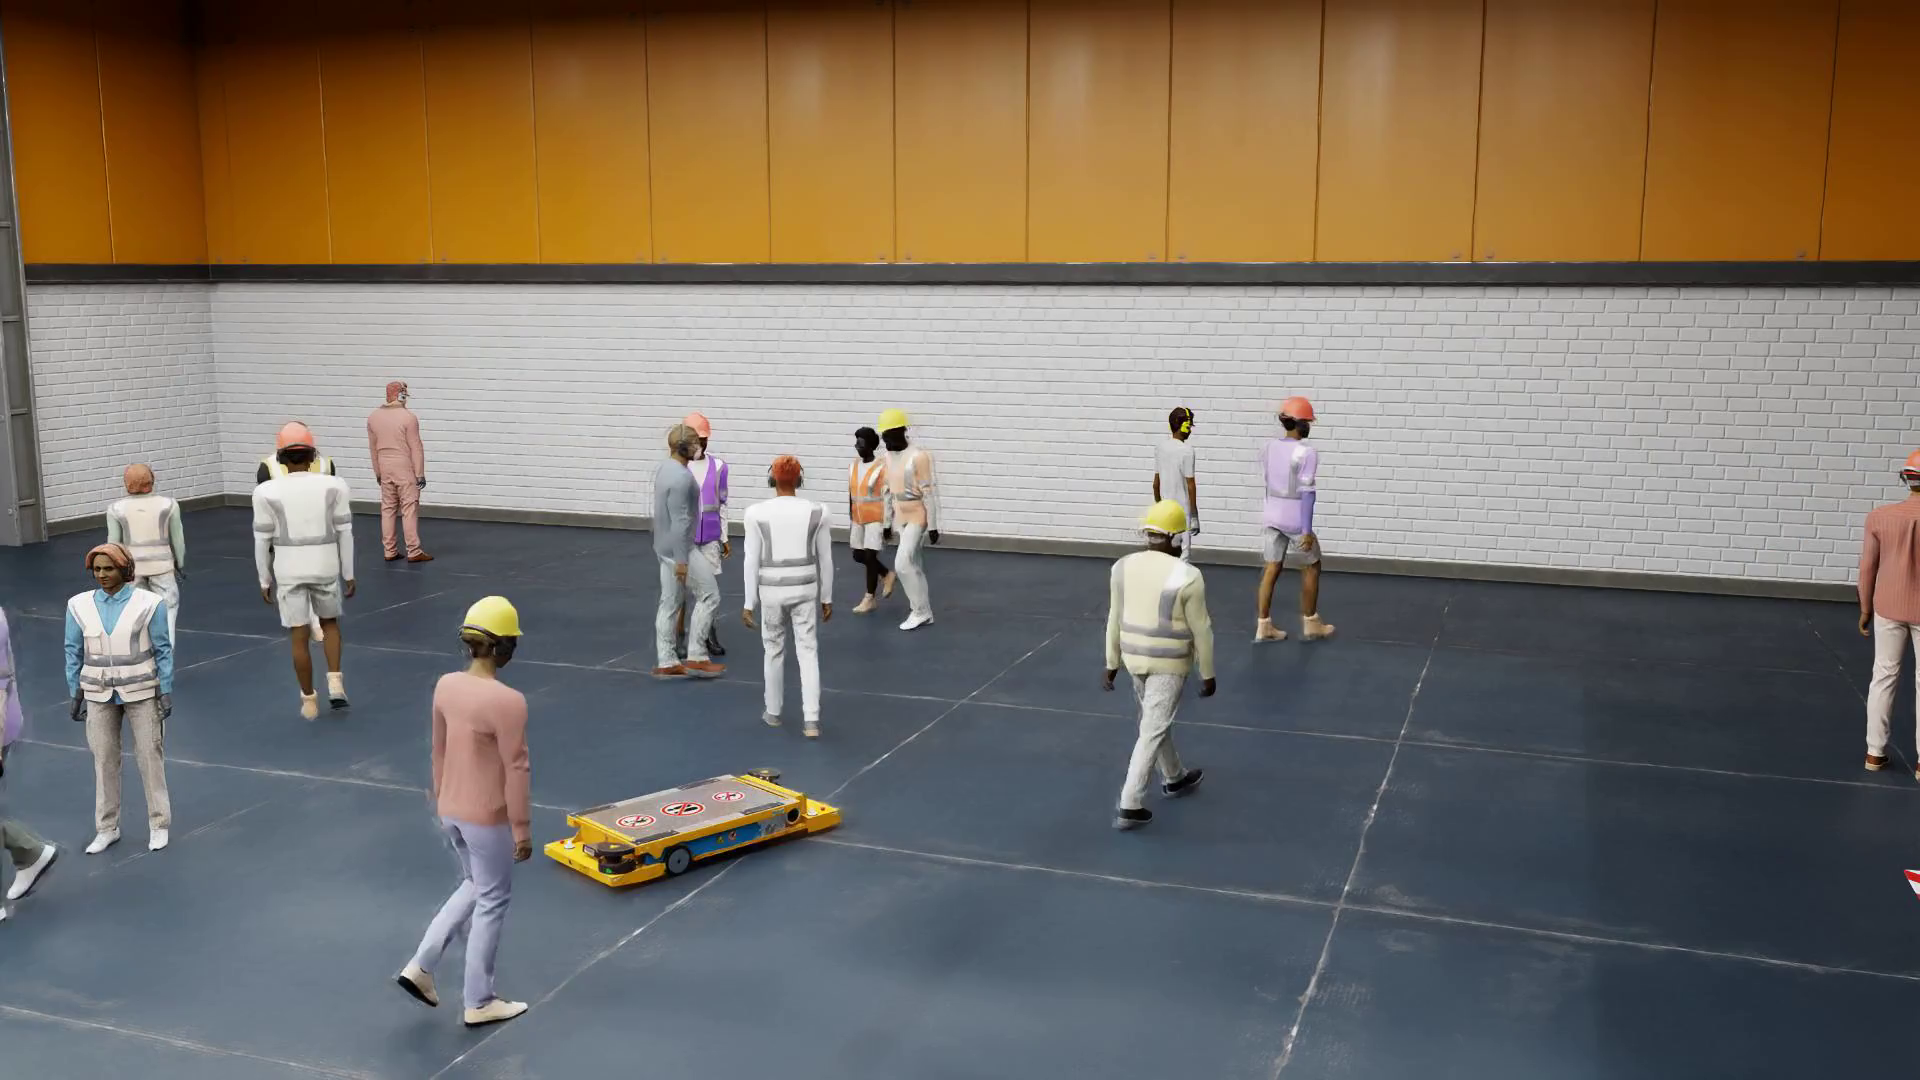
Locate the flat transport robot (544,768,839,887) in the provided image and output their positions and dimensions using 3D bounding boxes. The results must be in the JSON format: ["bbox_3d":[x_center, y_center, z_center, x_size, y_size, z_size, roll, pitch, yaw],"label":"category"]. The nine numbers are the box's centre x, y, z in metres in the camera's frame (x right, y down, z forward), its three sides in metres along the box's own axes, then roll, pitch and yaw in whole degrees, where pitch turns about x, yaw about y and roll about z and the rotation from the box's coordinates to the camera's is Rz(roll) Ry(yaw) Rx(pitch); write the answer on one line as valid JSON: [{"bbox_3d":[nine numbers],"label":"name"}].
[{"bbox_3d":[-1.399,1.492,8.786,1.431,0.197,0.652,-9,13,-43],"label":"flat transport robot"}]

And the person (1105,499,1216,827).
[{"bbox_3d":[1.126,0.662,9.267,0.618,1.780,0.949,9,13,43],"label":"person"}]

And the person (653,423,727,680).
[{"bbox_3d":[-1.982,0.093,12.353,0.641,1.919,0.663,-3,10,-20],"label":"person"}]

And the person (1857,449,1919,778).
[{"bbox_3d":[5.748,0.436,10.022,0.392,1.990,0.612,-9,13,-43],"label":"person"}]

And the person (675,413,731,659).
[{"bbox_3d":[-2.065,-0.035,13.100,0.542,1.939,0.369,-5,10,-26],"label":"person"}]

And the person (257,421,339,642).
[{"bbox_3d":[-5.473,-0.088,13.796,0.636,1.819,0.705,-6,11,-34],"label":"person"}]

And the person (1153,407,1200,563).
[{"bbox_3d":[1.906,-0.231,14.553,0.328,1.865,0.517,-7,11,-36],"label":"person"}]

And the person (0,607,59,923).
[{"bbox_3d":[-4.495,0.868,7.612,0.620,1.909,0.521,7,12,39],"label":"person"}]

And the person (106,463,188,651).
[{"bbox_3d":[-6.048,0.236,12.390,0.524,1.621,0.502,-4,10,-23],"label":"person"}]

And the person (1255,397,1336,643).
[{"bbox_3d":[2.789,-0.160,13.642,0.857,2.009,0.661,-6,11,-31],"label":"person"}]

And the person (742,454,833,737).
[{"bbox_3d":[-1.135,0.357,10.941,0.606,1.878,0.603,-2,9,-14],"label":"person"}]

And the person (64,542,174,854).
[{"bbox_3d":[-4.388,0.823,8.708,0.523,1.639,0.306,-1,9,-9],"label":"person"}]

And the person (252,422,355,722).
[{"bbox_3d":[-4.431,0.225,11.248,0.614,2.025,0.470,-5,10,-29],"label":"person"}]

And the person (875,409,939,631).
[{"bbox_3d":[-0.444,-0.165,14.076,0.565,1.887,0.610,-6,11,-31],"label":"person"}]

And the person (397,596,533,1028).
[{"bbox_3d":[-1.919,1.098,6.662,0.541,1.745,0.465,8,12,42],"label":"person"}]

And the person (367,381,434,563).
[{"bbox_3d":[-5.849,-0.709,17.402,0.639,1.902,0.407,4,10,22],"label":"person"}]

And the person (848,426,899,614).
[{"bbox_3d":[-0.760,-0.197,14.914,0.543,1.673,0.575,8,12,42],"label":"person"}]
